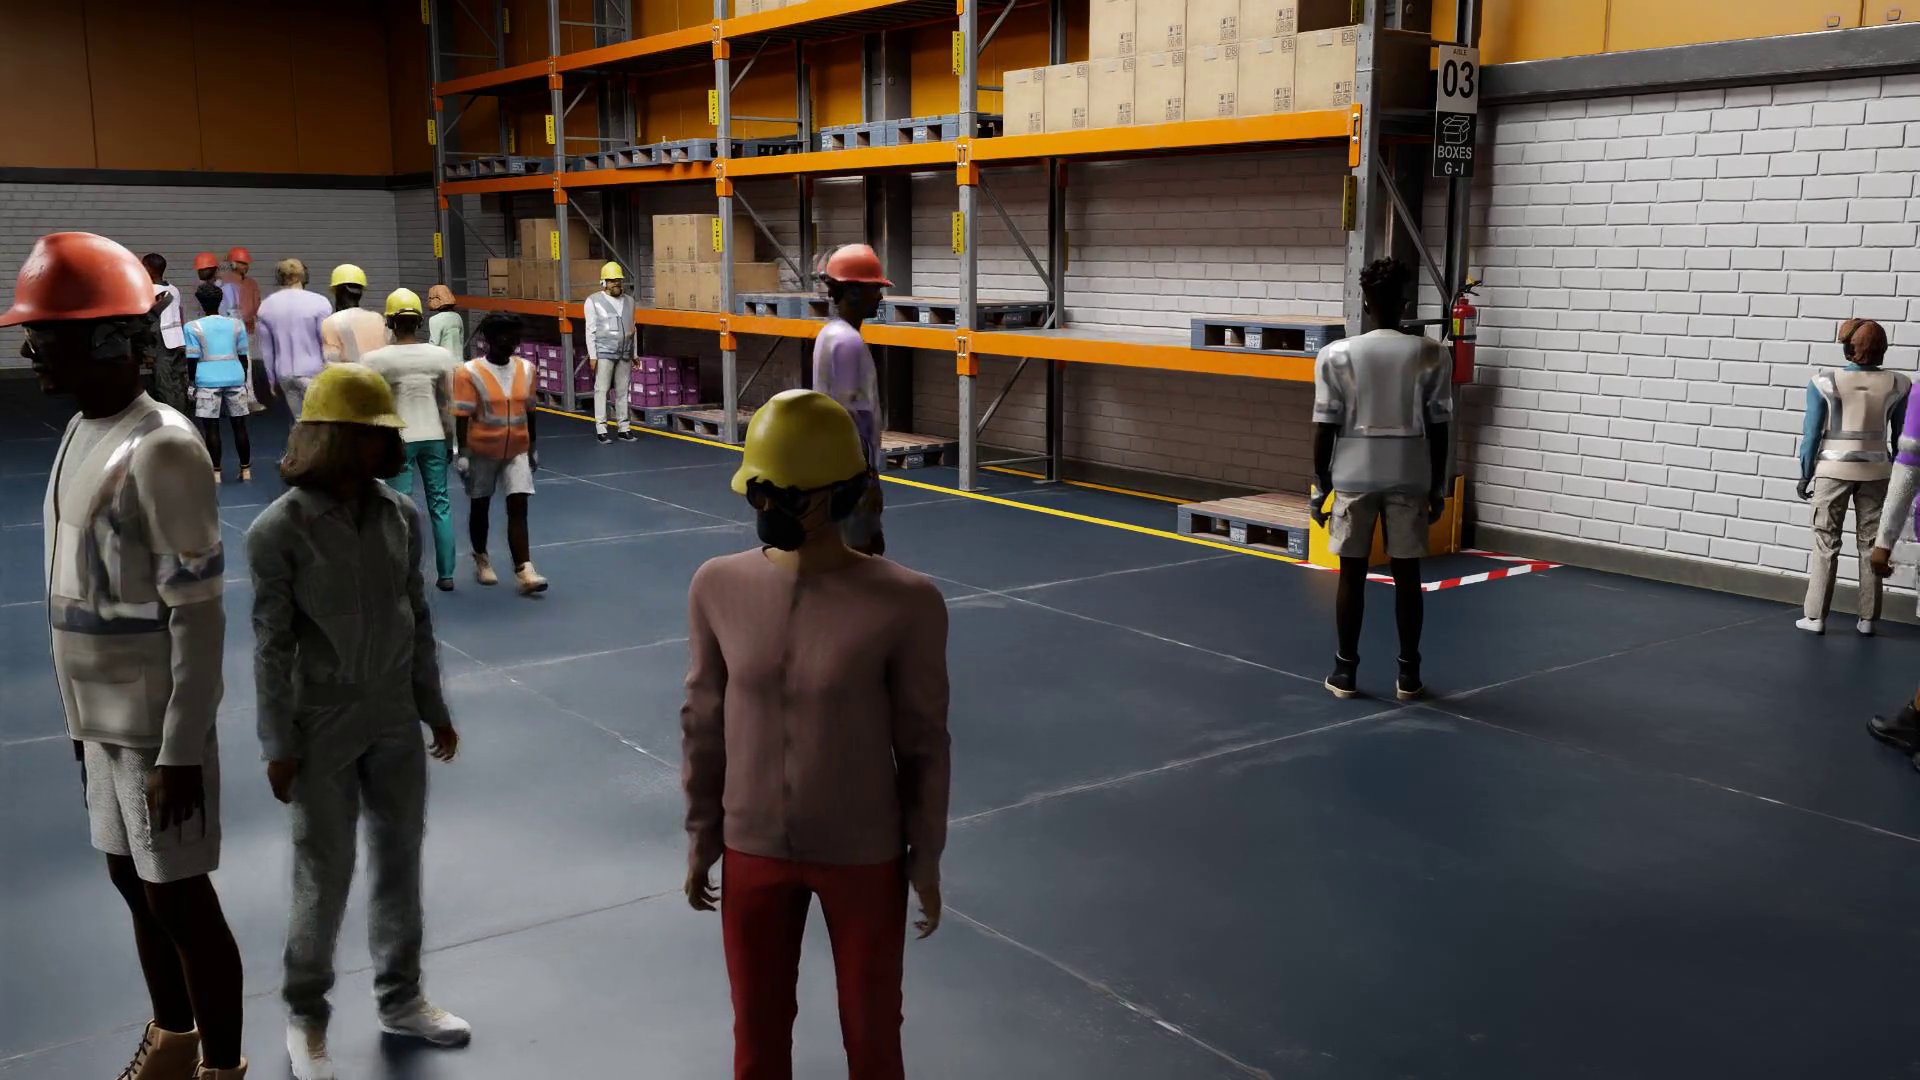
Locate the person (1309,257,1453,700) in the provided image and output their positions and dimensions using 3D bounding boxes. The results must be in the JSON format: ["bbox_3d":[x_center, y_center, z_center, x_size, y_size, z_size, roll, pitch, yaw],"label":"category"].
[{"bbox_3d":[1.858,-0.261,7.372,0.601,1.961,0.372,2,10,8],"label":"person"}]

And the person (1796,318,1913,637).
[{"bbox_3d":[4.592,-0.314,8.563,0.521,1.644,0.307,2,10,12],"label":"person"}]

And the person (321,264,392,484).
[{"bbox_3d":[-4.083,-0.927,11.327,0.542,1.887,0.619,5,11,25],"label":"person"}]

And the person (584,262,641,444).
[{"bbox_3d":[-3.510,-1.897,16.893,0.589,1.834,0.403,-9,14,-43],"label":"person"}]

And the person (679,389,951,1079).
[{"bbox_3d":[-0.281,0.593,3.152,0.523,1.763,0.329,2,10,13],"label":"person"}]

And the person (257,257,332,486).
[{"bbox_3d":[-5.323,-1.306,13.353,0.641,1.916,0.615,2,10,13],"label":"person"}]

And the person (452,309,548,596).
[{"bbox_3d":[-2.666,-0.507,9.631,0.546,1.640,0.854,-8,13,-39],"label":"person"}]

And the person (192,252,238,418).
[{"bbox_3d":[-8.636,-2.352,19.206,0.584,1.914,0.549,5,11,25],"label":"person"}]

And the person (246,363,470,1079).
[{"bbox_3d":[-1.479,0.443,4.066,0.320,1.741,0.527,6,12,32],"label":"person"}]

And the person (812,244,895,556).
[{"bbox_3d":[-0.594,-0.341,7.654,0.792,2.024,0.611,-1,10,-7],"label":"person"}]

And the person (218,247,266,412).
[{"bbox_3d":[-8.570,-2.524,20.012,0.817,1.961,0.642,4,11,20],"label":"person"}]

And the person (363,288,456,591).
[{"bbox_3d":[-3.153,-0.553,9.561,0.525,1.769,0.313,-9,13,-40],"label":"person"}]

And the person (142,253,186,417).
[{"bbox_3d":[-8.072,-1.935,16.861,0.388,1.921,0.593,-1,10,-4],"label":"person"}]

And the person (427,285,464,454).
[{"bbox_3d":[-4.939,-1.636,16.028,0.289,1.626,0.498,3,10,15],"label":"person"}]

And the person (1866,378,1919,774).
[{"bbox_3d":[3.707,-0.057,6.352,0.571,1.913,0.780,-3,11,-16],"label":"person"}]

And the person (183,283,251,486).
[{"bbox_3d":[-6.215,-1.300,13.945,0.531,1.692,0.320,-10,14,-44],"label":"person"}]

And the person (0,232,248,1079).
[{"bbox_3d":[-1.804,0.372,3.599,0.374,2.042,0.615,-10,14,-44],"label":"person"}]
